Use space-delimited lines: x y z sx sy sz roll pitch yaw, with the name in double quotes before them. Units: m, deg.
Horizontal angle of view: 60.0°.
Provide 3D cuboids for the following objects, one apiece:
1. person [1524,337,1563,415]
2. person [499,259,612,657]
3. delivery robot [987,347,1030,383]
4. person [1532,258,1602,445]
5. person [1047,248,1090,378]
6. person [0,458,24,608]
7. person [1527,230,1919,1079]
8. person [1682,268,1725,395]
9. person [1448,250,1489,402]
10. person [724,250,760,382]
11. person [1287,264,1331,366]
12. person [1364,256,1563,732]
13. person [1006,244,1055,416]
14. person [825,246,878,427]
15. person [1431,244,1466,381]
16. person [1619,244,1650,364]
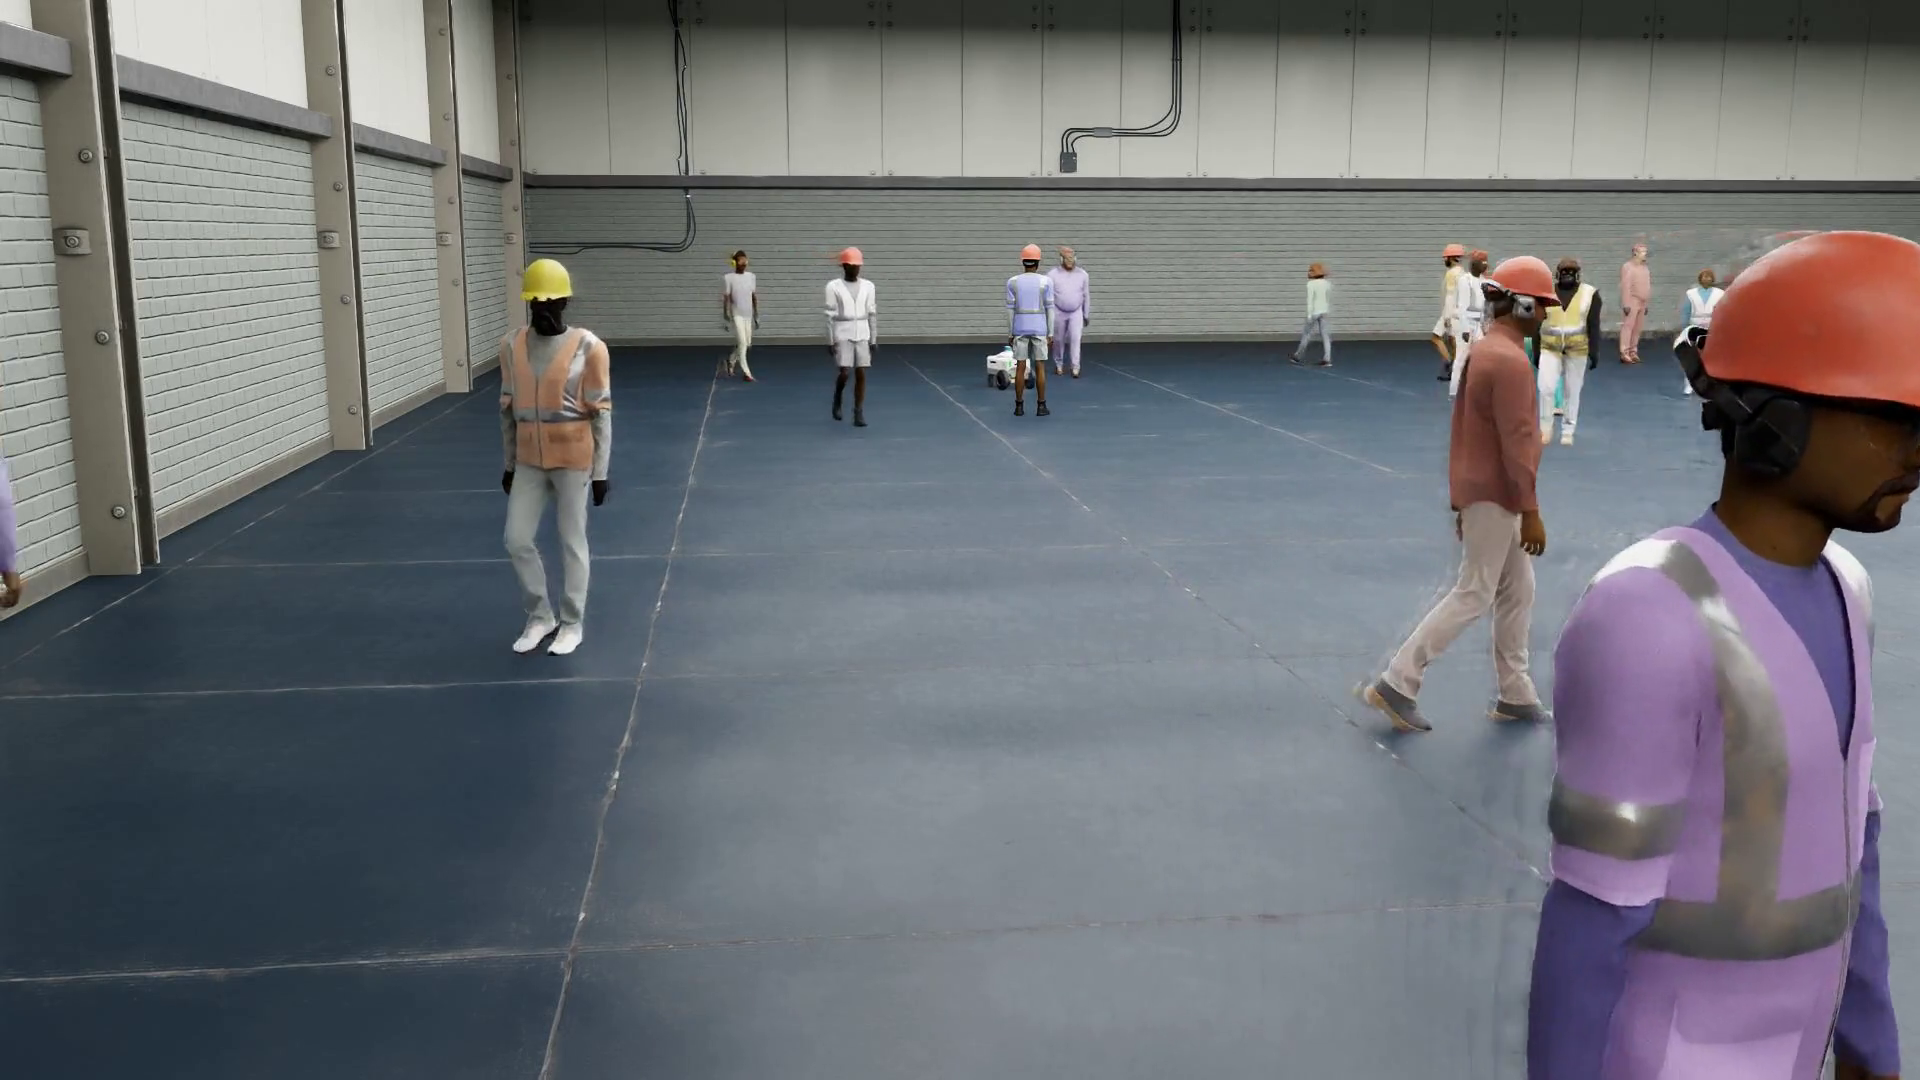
"person" 6.518 -2.284 18.979 0.912 1.711 0.525 10 14 44
"person" -1.966 -0.378 7.972 0.623 1.912 0.501 3 11 15
"delivery robot" 0.644 -2.344 22.241 0.477 0.478 0.707 -5 12 -25
"person" 5.839 -1.804 16.068 0.647 1.820 0.648 5 11 23
"person" 1.551 -3.306 24.206 0.662 1.864 0.983 0 10 -1
"person" -3.458 0.068 5.510 0.662 1.927 0.436 -1 10 -4
"person" 0.990 0.652 2.033 0.598 2.021 0.655 10 14 44
"person" 9.495 -2.648 21.241 0.518 1.615 0.626 5 11 24
"person" 6.217 -2.597 20.301 0.454 1.861 0.634 9 14 42
"person" -3.105 -3.161 23.451 0.526 1.846 0.792 -9 13 -39
"person" 5.581 -3.568 26.355 0.527 1.593 0.841 -7 13 -35
"person" 2.106 -0.166 6.829 0.931 1.960 0.656 2 10 9
"person" 0.799 -2.367 18.831 0.545 1.938 0.359 2 10 9
"person" -1.164 -2.168 17.803 0.551 1.924 0.491 -4 11 -22
"person" 6.865 -3.168 23.272 0.439 1.918 0.573 8 13 36
"person" 10.833 -3.780 26.652 0.643 1.913 0.410 -9 14 -41
